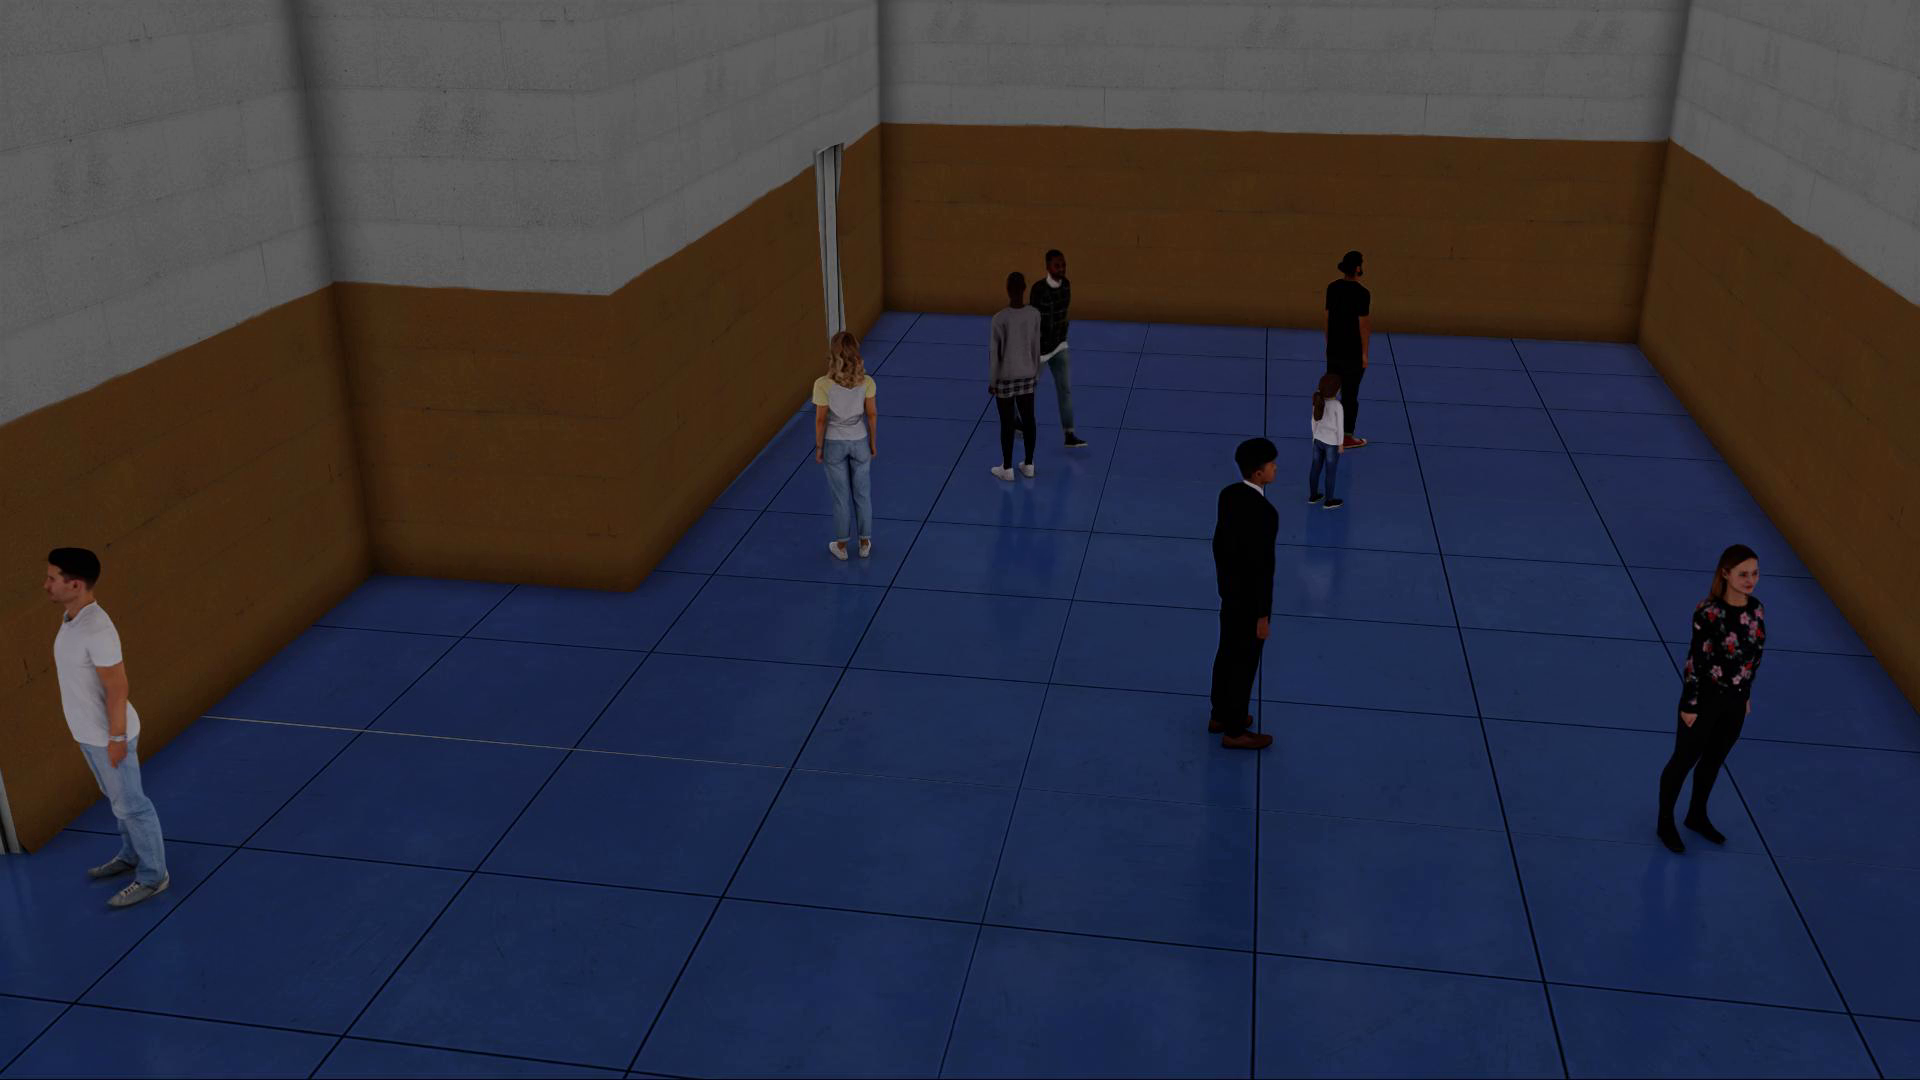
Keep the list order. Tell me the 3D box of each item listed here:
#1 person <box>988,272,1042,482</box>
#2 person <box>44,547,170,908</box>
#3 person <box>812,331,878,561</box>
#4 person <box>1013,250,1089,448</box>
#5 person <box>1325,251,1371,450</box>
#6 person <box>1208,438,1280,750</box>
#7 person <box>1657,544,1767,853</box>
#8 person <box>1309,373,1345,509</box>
[{"bbox_3d":[0.470,-1.373,13.942,0.663,1.774,0.759,-10,24,-23],"label":"person"},{"bbox_3d":[-4.192,0.898,8.169,0.814,1.866,0.743,-16,27,-35],"label":"person"},{"bbox_3d":[-0.840,-0.692,12.297,0.633,1.722,0.766,-6,23,-15],"label":"person"},{"bbox_3d":[0.707,-1.702,14.785,1.228,1.757,1.324,-18,28,-37],"label":"person"},{"bbox_3d":[3.424,-1.691,14.755,0.786,1.758,0.718,-16,27,-35],"label":"person"},{"bbox_3d":[1.638,0.301,9.630,0.723,1.882,0.776,-6,23,-14],"label":"person"},{"bbox_3d":[3.912,0.810,8.631,0.597,1.683,0.711,-7,23,-18],"label":"person"},{"bbox_3d":[2.968,-0.820,13.456,0.592,1.110,0.527,-17,27,-36],"label":"person"}]
